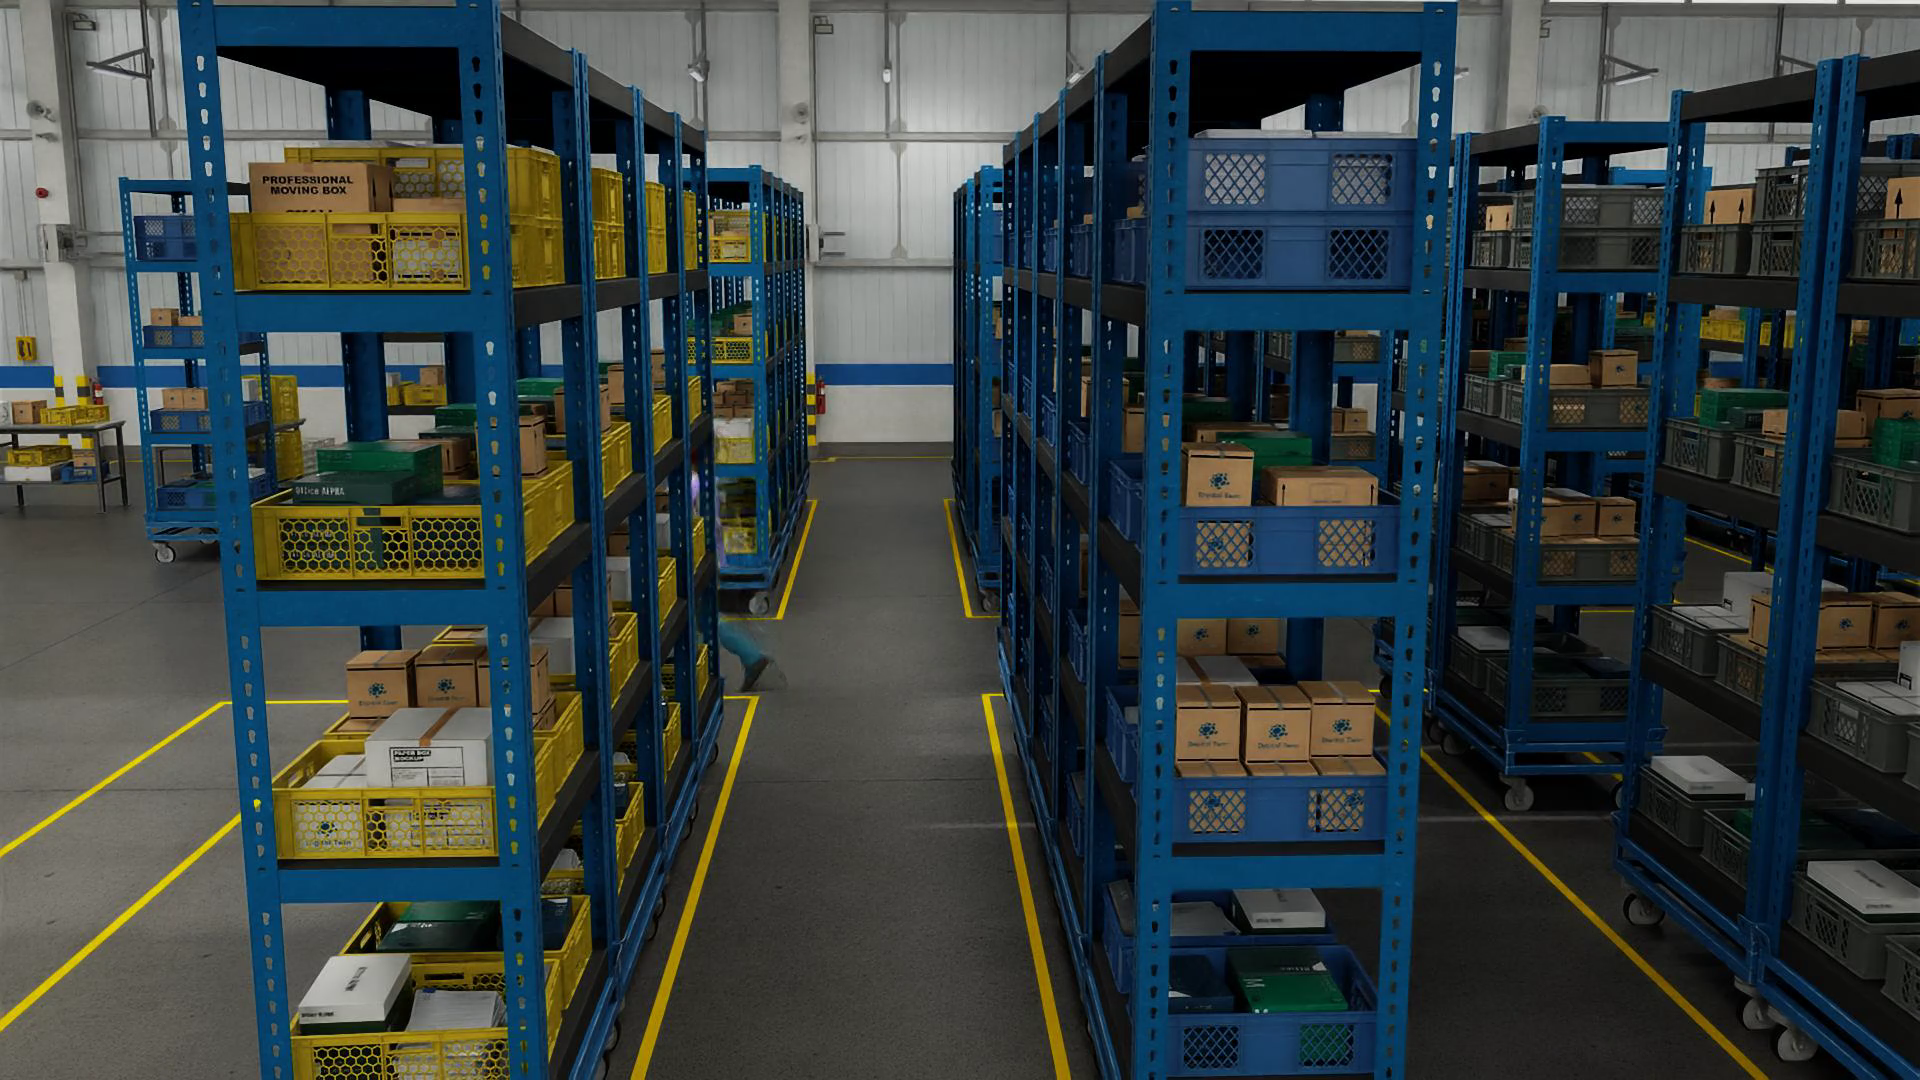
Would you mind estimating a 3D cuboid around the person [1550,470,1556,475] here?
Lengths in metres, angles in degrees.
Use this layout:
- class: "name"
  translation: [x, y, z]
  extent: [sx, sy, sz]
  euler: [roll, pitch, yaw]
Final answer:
- class: "person"
  translation: [7.865, -1.730, 21.659]
  extent: [0.459, 1.817, 0.624]
  euler: [-3, 10, -14]

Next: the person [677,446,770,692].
- class: "person"
  translation: [-1.691, 0.167, 10.888]
  extent: [0.879, 1.815, 0.577]
  euler: [-4, 11, -21]
